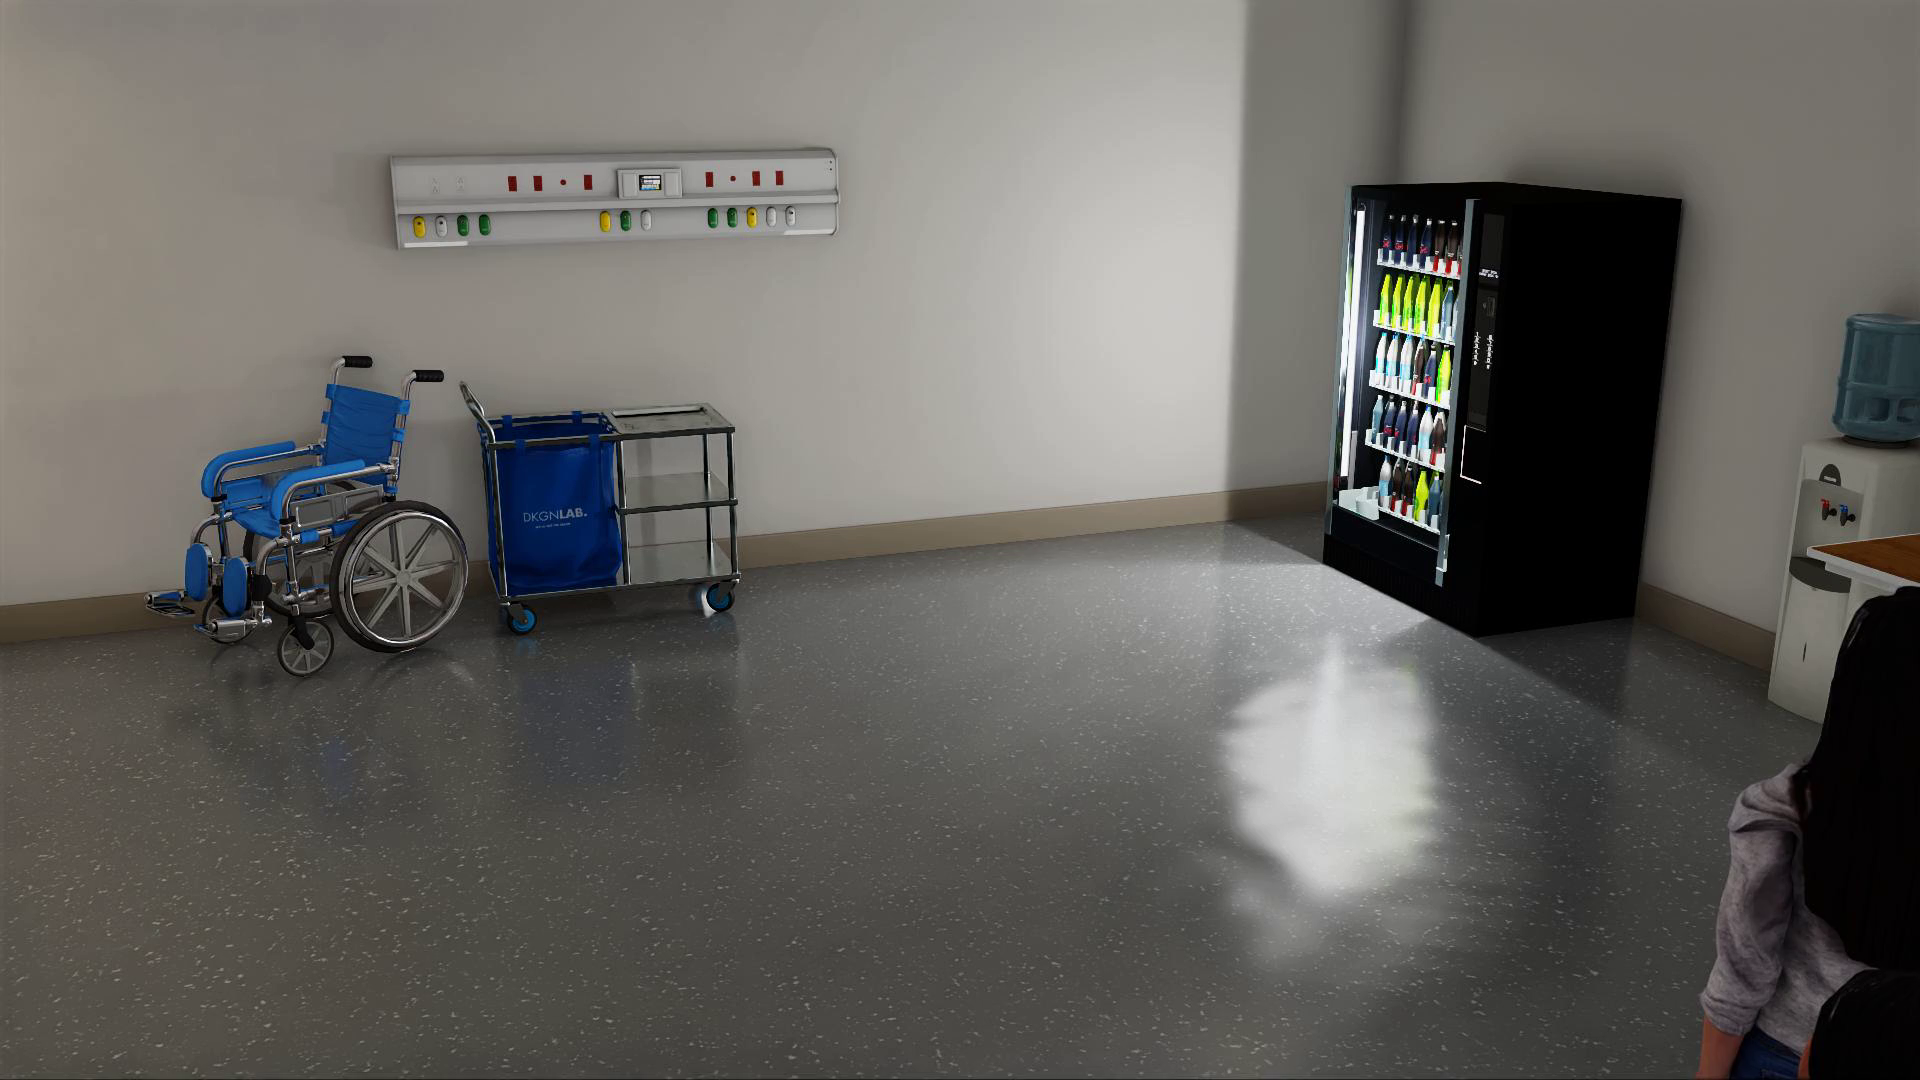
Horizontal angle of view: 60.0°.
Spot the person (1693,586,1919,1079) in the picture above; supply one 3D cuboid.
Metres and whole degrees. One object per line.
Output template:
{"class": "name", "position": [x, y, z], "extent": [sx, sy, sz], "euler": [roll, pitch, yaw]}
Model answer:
{"class": "person", "position": [1.372, 0.859, 2.566], "extent": [0.666, 1.633, 0.629], "euler": [0, 16, 0]}
